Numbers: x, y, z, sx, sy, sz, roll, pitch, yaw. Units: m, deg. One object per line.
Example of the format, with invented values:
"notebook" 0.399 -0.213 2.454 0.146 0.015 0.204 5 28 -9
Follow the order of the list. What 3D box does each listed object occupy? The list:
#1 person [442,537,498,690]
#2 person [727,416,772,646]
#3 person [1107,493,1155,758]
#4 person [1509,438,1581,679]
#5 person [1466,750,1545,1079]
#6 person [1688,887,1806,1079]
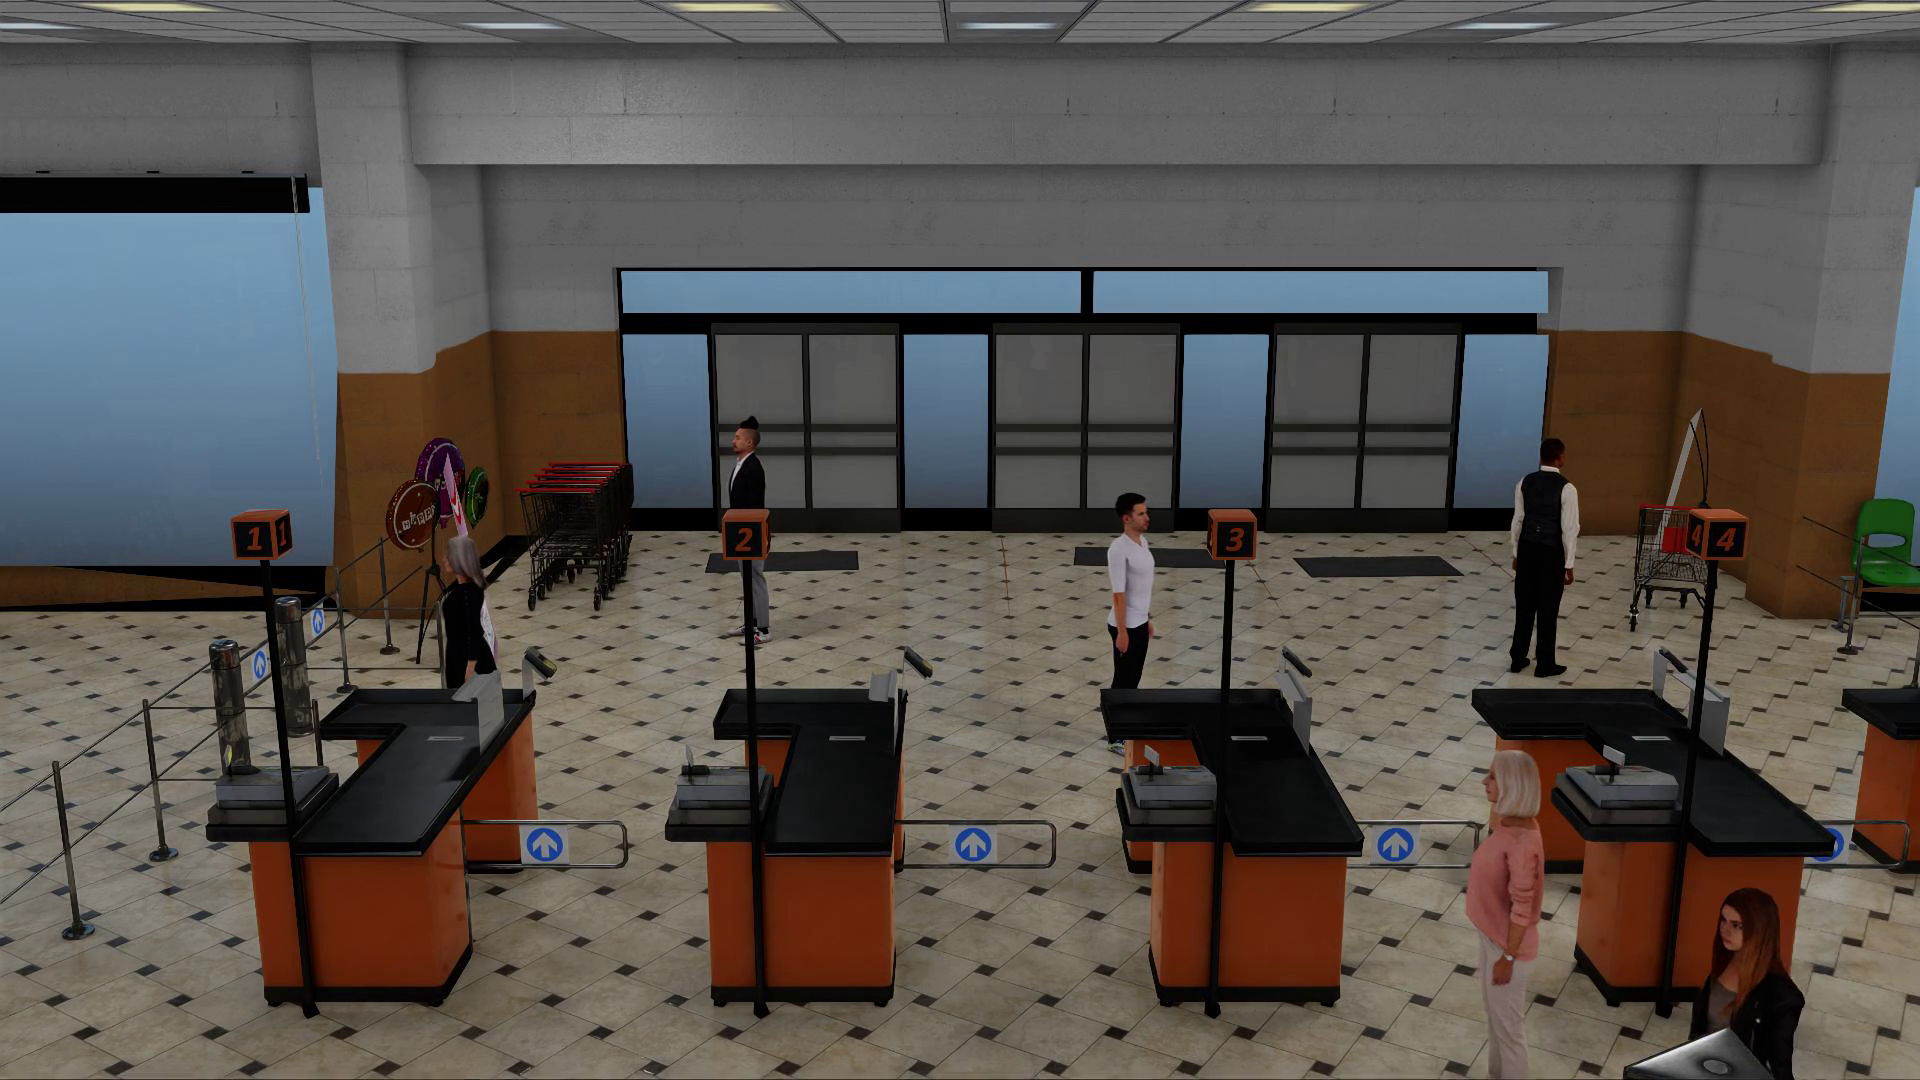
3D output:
"person" -3.197 0.824 10.841 0.744 1.746 0.630 -6 15 -22
"person" -1.786 -0.090 14.183 0.849 1.948 0.691 -6 15 -23
"person" 1.184 0.574 11.648 0.812 1.851 0.678 7 15 27
"person" 4.664 0.130 13.341 0.834 1.917 0.766 -13 19 -42
"person" 2.362 1.721 7.188 0.685 1.725 0.501 2 14 9
"person" 2.869 2.041 5.976 0.793 1.674 1.024 -3 14 -11
